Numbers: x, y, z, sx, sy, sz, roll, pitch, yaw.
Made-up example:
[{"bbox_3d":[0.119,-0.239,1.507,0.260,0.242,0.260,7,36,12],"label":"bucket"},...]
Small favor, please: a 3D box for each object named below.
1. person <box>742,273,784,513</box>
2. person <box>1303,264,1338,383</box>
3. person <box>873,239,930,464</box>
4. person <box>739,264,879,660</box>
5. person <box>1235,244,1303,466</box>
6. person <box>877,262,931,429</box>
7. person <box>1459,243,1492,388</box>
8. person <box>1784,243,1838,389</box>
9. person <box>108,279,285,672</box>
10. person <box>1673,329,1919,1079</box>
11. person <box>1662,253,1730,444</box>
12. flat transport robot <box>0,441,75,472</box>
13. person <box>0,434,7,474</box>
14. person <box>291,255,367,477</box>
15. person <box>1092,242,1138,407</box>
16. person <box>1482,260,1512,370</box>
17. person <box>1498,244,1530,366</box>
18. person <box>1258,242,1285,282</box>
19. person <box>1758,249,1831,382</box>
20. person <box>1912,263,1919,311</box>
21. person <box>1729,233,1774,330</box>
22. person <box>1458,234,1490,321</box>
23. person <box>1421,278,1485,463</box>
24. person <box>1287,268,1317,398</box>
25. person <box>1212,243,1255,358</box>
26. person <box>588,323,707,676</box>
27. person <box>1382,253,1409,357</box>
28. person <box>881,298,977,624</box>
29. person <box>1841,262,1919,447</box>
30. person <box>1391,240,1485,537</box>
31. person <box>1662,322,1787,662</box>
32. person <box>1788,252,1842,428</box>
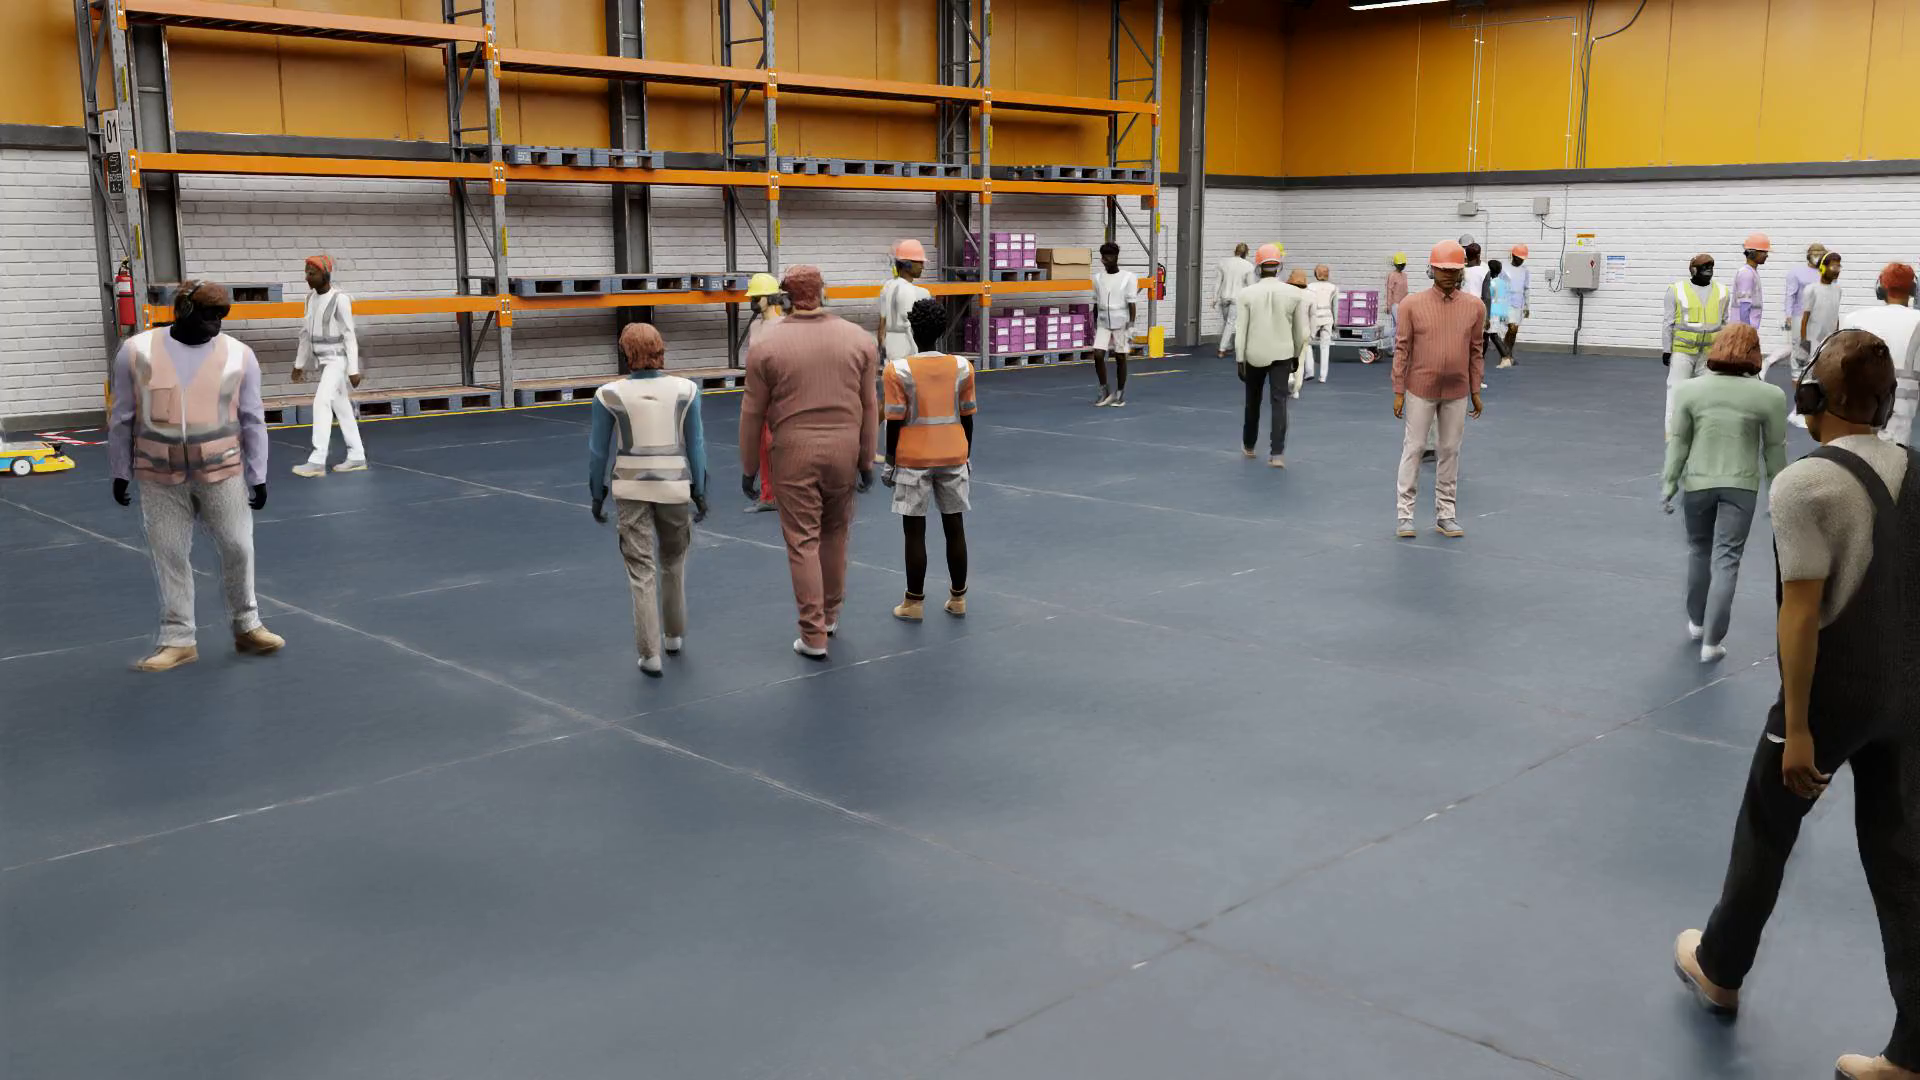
[{"bbox_3d":[-1.320,-1.063,12.132,0.511,1.758,0.525,-7,13,-35],"label":"person"},{"bbox_3d":[4.939,-2.978,22.922,0.540,1.621,0.508,-1,10,-7],"label":"person"},{"bbox_3d":[-0.482,-1.647,14.685,1.068,1.990,0.631,-1,10,-7],"label":"person"},{"bbox_3d":[-0.768,-0.400,8.153,0.667,1.875,0.804,-4,11,-20],"label":"person"},{"bbox_3d":[2.743,-1.642,14.792,0.618,1.941,1.045,1,10,5],"label":"person"},{"bbox_3d":[-0.507,-1.777,15.785,0.568,1.846,0.439,1,10,4],"label":"person"},{"bbox_3d":[6.744,-2.964,22.037,0.587,1.920,0.391,9,14,42],"label":"person"},{"bbox_3d":[11.079,-2.889,21.650,0.650,1.908,0.794,2,11,13],"label":"person"},{"bbox_3d":[-3.588,-0.299,7.809,0.704,1.817,0.439,-4,11,-20],"label":"person"},{"bbox_3d":[2.119,0.398,4.030,0.542,1.788,0.944,-3,11,-14],"label":"person"},{"bbox_3d":[7.134,-1.845,16.140,0.632,1.846,0.429,1,10,4],"label":"person"},{"bbox_3d":[-8.329,-0.672,14.038,1.431,0.197,0.652,-7,13,-35],"label":"flat transport robot"},{"bbox_3d":[-8.508,-1.474,14.054,1.022,1.874,0.590,4,11,21],"label":"person"},{"bbox_3d":[-5.423,-1.458,14.033,0.579,1.849,0.860,10,14,44],"label":"person"},{"bbox_3d":[1.805,-2.526,19.587,0.629,1.938,0.559,5,11,25],"label":"person"},{"bbox_3d":[8.082,-3.417,25.218,0.788,1.663,0.537,9,14,41],"label":"person"},{"bbox_3d":[8.554,-3.631,25.770,0.603,1.883,0.531,-4,11,-19],"label":"person"},{"bbox_3d":[5.189,-4.037,27.920,0.430,1.903,0.655,-6,12,-29],"label":"person"},{"bbox_3d":[11.186,-2.959,22.217,0.902,1.857,0.665,2,11,12],"label":"person"},{"bbox_3d":[11.213,-2.429,19.218,0.642,1.895,1.025,-5,11,-24],"label":"person"},{"bbox_3d":[8.721,-2.356,18.394,0.395,2.038,0.615,5,11,25],"label":"person"},{"bbox_3d":[6.975,-3.216,23.080,0.682,2.000,0.537,3,11,18],"label":"person"},{"bbox_3d":[4.260,-1.543,14.571,0.611,1.808,0.615,0,10,2],"label":"person"},{"bbox_3d":[4.165,-2.543,20.571,0.504,1.620,0.477,0,10,3],"label":"person"},{"bbox_3d":[4.580,-3.985,27.711,0.686,1.879,0.945,6,12,29],"label":"person"},{"bbox_3d":[-1.482,-0.209,7.820,0.532,1.612,0.673,-4,11,-20],"label":"person"},{"bbox_3d":[7.255,-3.876,27.507,0.369,1.736,0.543,9,14,40],"label":"person"},{"bbox_3d":[-0.162,-0.409,8.711,0.531,1.698,0.320,-5,11,-23],"label":"person"},{"bbox_3d":[5.792,-0.797,10.444,0.678,1.850,0.770,8,13,36],"label":"person"},{"bbox_3d":[3.207,-1.003,11.144,0.623,1.989,0.400,-1,10,-3],"label":"person"},{"bbox_3d":[3.718,-0.246,8.075,0.523,1.603,0.750,7,12,33],"label":"person"},{"bbox_3d":[8.940,-2.041,17.268,0.560,1.882,0.600,-5,11,-24],"label":"person"}]
